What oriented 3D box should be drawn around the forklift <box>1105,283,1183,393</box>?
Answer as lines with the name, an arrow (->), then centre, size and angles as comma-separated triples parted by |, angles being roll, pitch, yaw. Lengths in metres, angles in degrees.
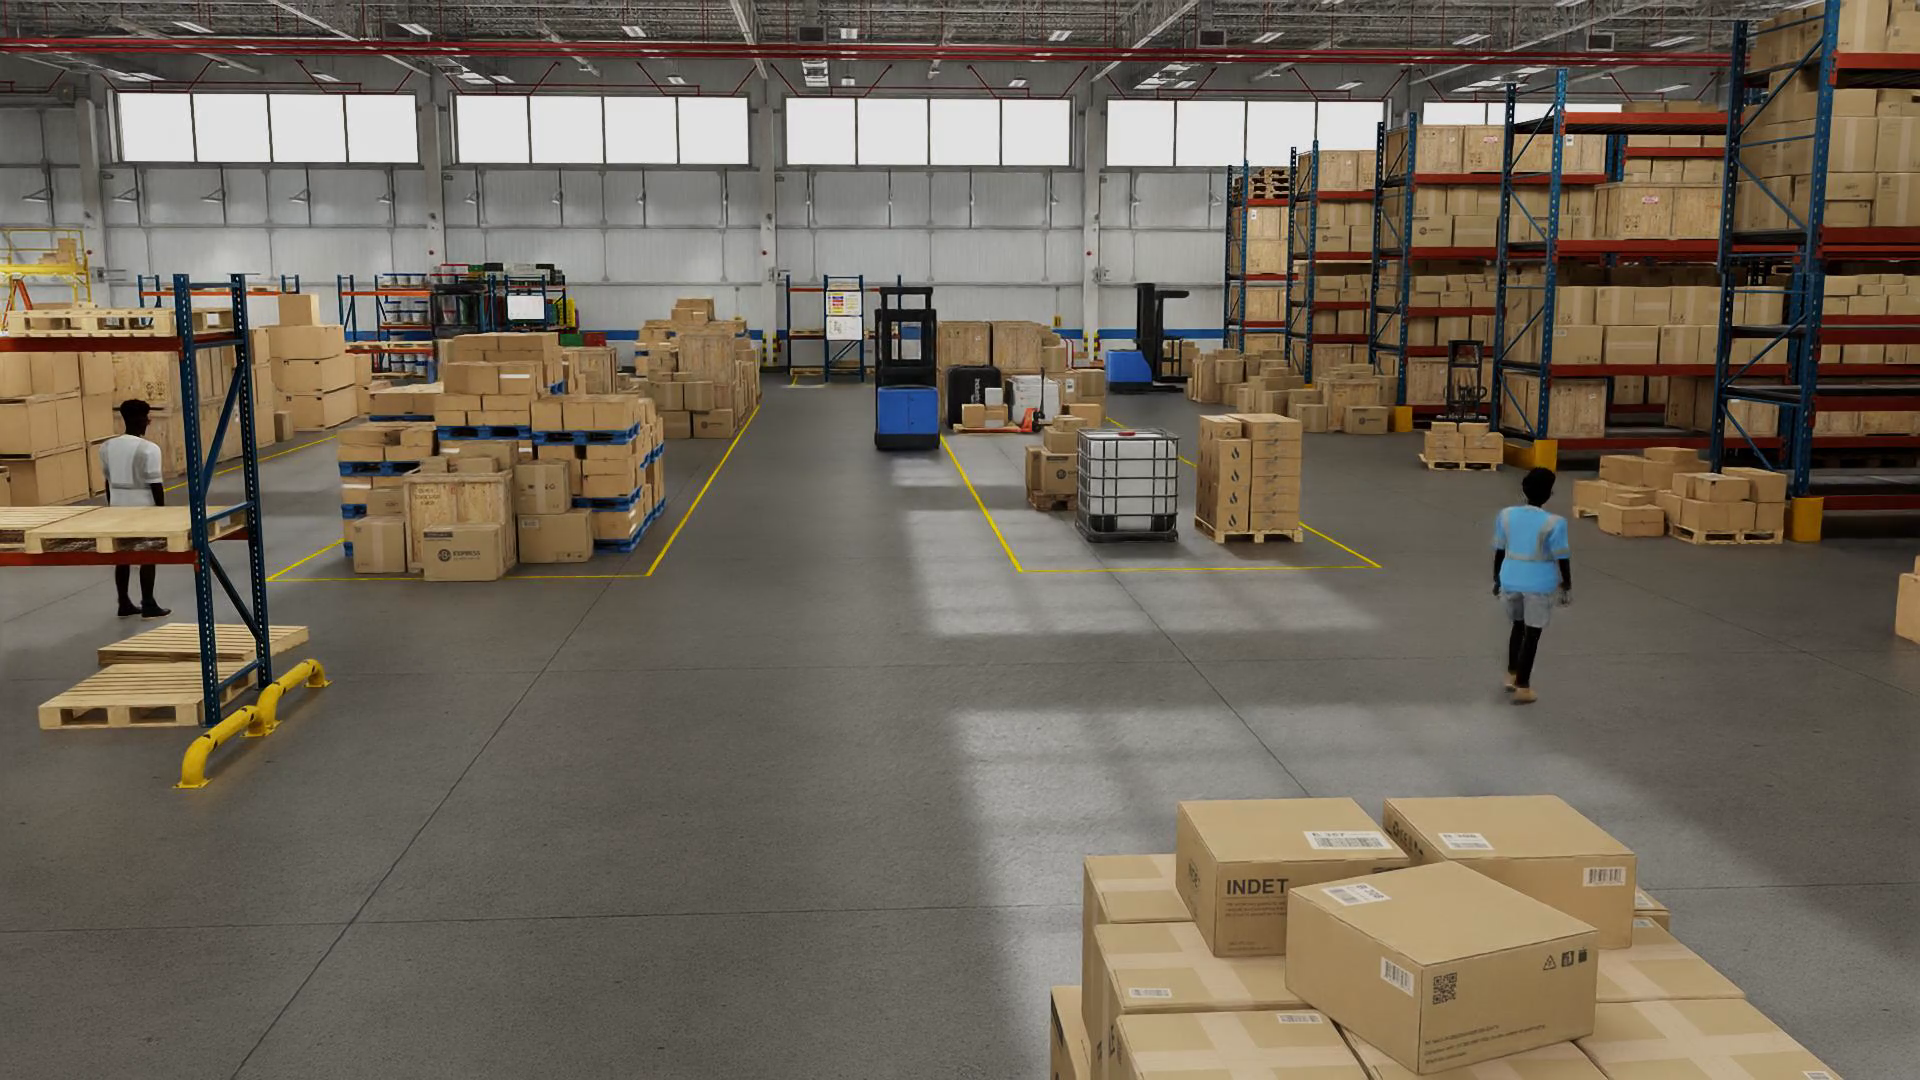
forklift -> 4.704, -5.176, 42.530 | 1.873, 2.768, 1.129 | -1, 9, -4

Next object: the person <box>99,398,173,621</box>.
person -> -7.223, -0.264, 14.601 | 0.608, 1.956, 0.376 | 3, 9, 16

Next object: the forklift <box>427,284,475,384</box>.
forklift -> -11.424, -4.393, 37.613 | 1.129, 2.768, 1.873 | -4, 10, -26

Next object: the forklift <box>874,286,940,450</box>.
forklift -> -0.934, -3.032, 29.068 | 1.129, 2.768, 1.873 | -1, 9, -4

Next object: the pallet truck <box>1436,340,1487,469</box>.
pallet truck -> 8.004, -2.170, 26.422 | 0.823, 1.965, 1.885 | 2, 9, 14

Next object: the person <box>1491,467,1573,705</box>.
person -> 4.071, 0.321, 11.754 | 0.531, 1.678, 0.560 | -8, 12, -41
